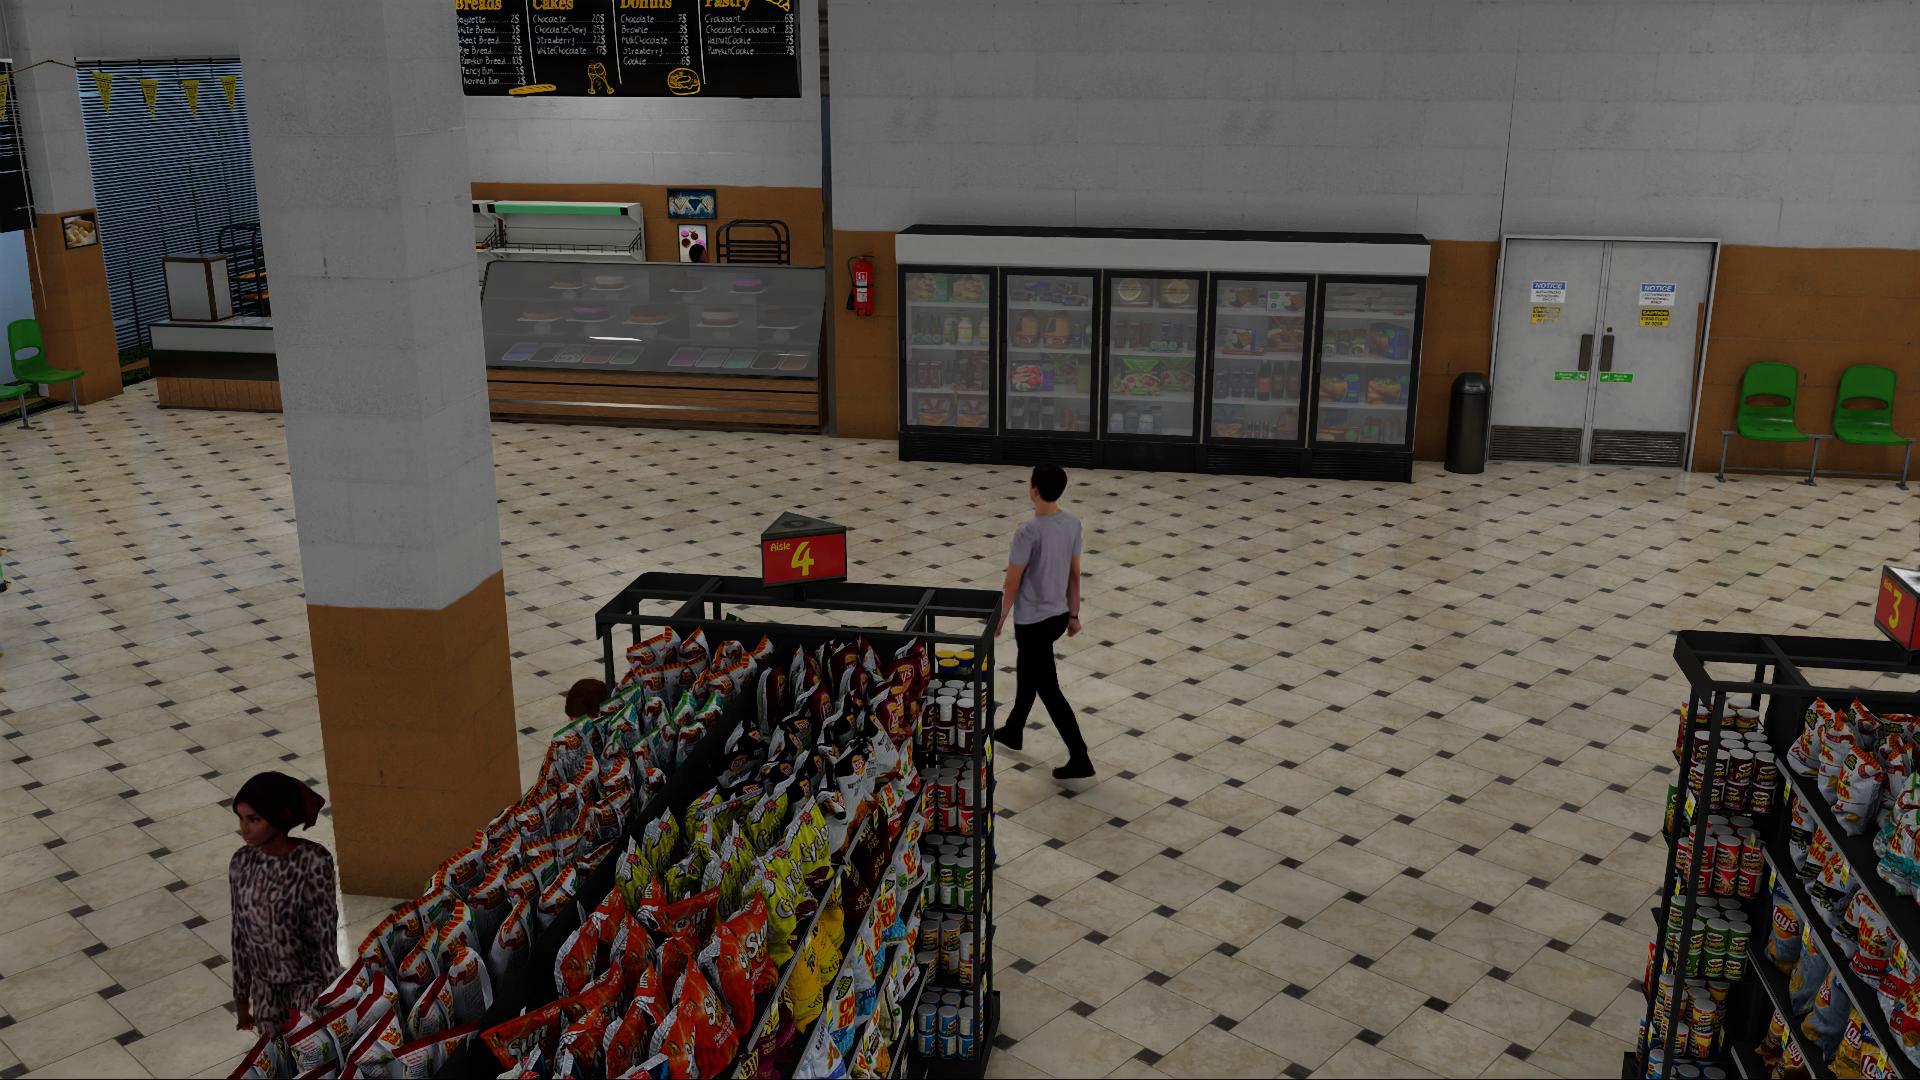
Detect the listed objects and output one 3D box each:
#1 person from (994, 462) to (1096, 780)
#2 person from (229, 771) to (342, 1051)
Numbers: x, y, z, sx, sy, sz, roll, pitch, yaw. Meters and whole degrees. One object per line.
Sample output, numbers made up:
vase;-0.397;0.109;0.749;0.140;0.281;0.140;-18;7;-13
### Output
person;0.523;0.505;9.549;1.105;1.828;1.205;14;22;39
person;-2.367;1.623;6.071;0.648;1.709;0.762;6;18;18
